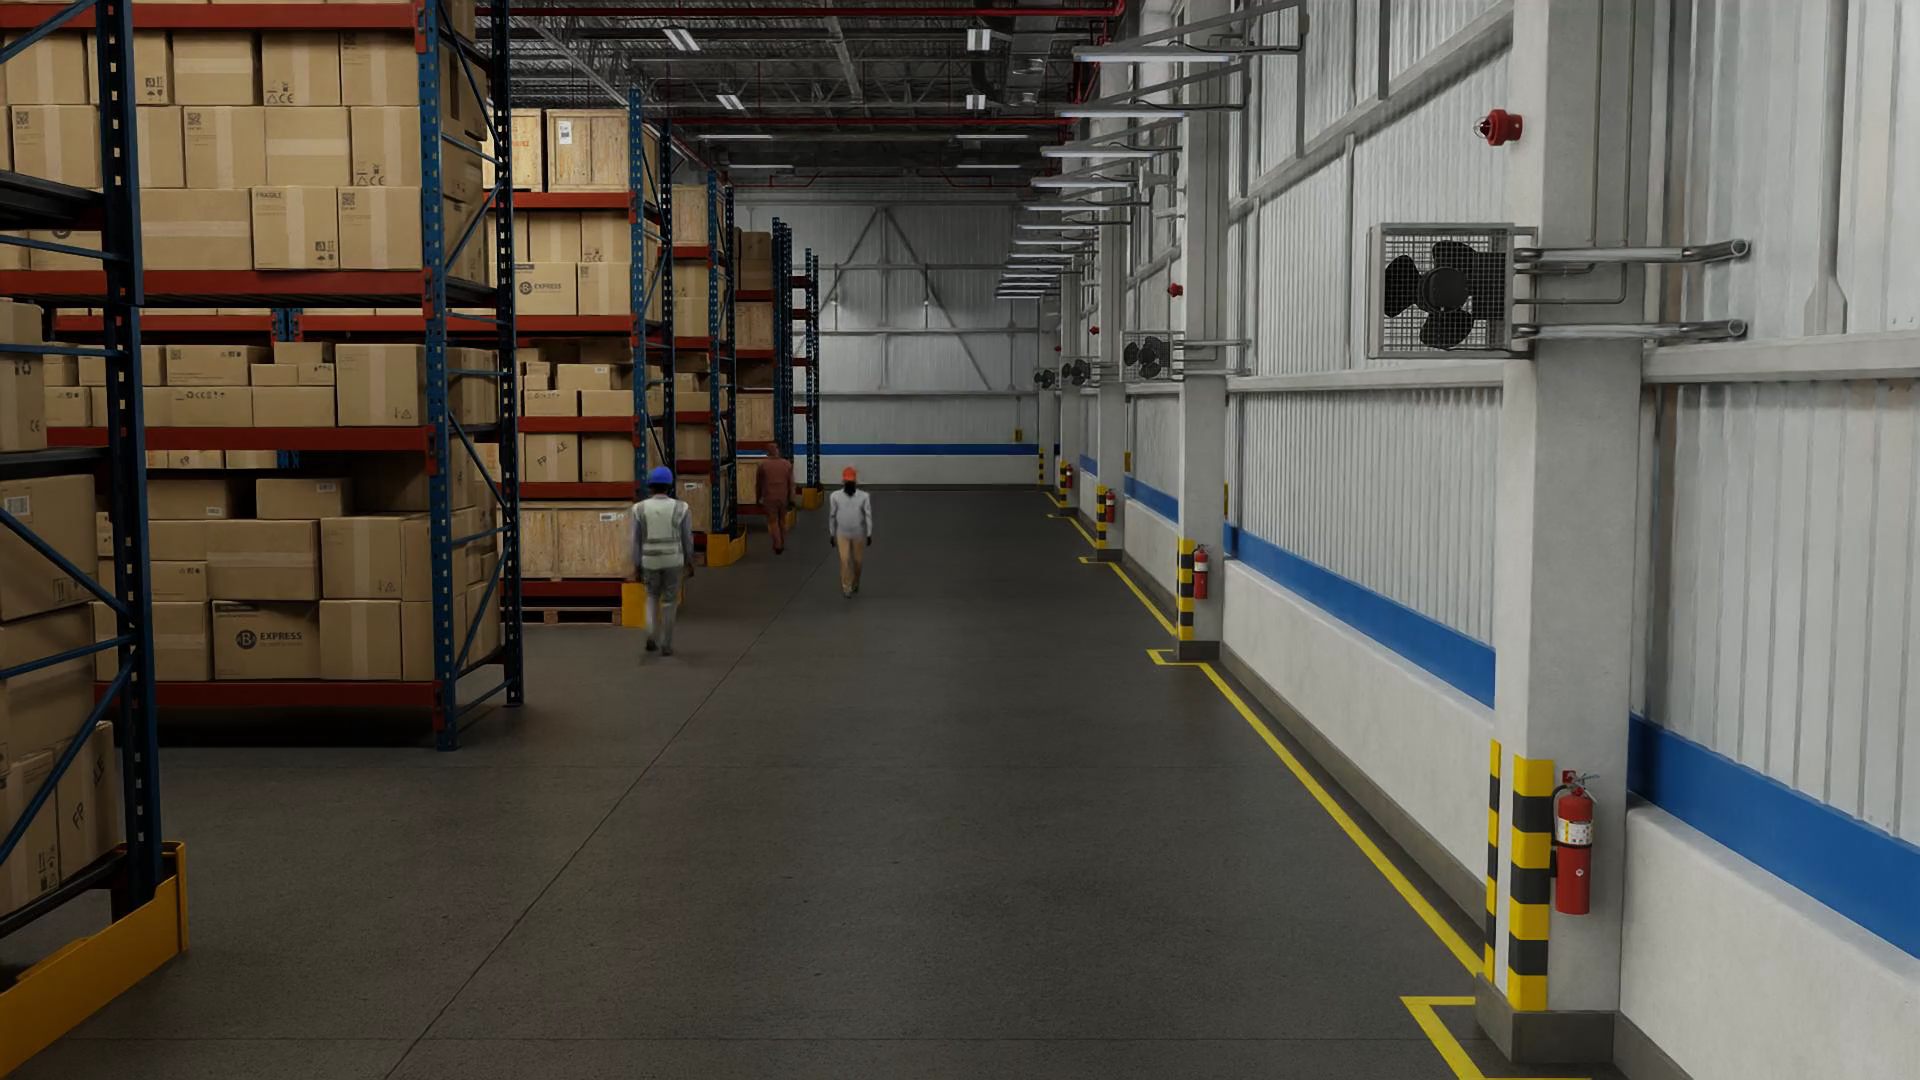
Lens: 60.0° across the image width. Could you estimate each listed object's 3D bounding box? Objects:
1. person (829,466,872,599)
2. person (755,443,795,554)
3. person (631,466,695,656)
[{"bbox_3d":[-1.441,-0.113,21.832,0.569,1.733,0.639,0,5,-5],"label":"person"},{"bbox_3d":[-3.106,-0.692,27.964,0.653,1.860,0.956,-2,5,-25],"label":"person"},{"bbox_3d":[-3.000,0.213,16.881,0.622,1.928,0.448,0,5,1],"label":"person"}]
